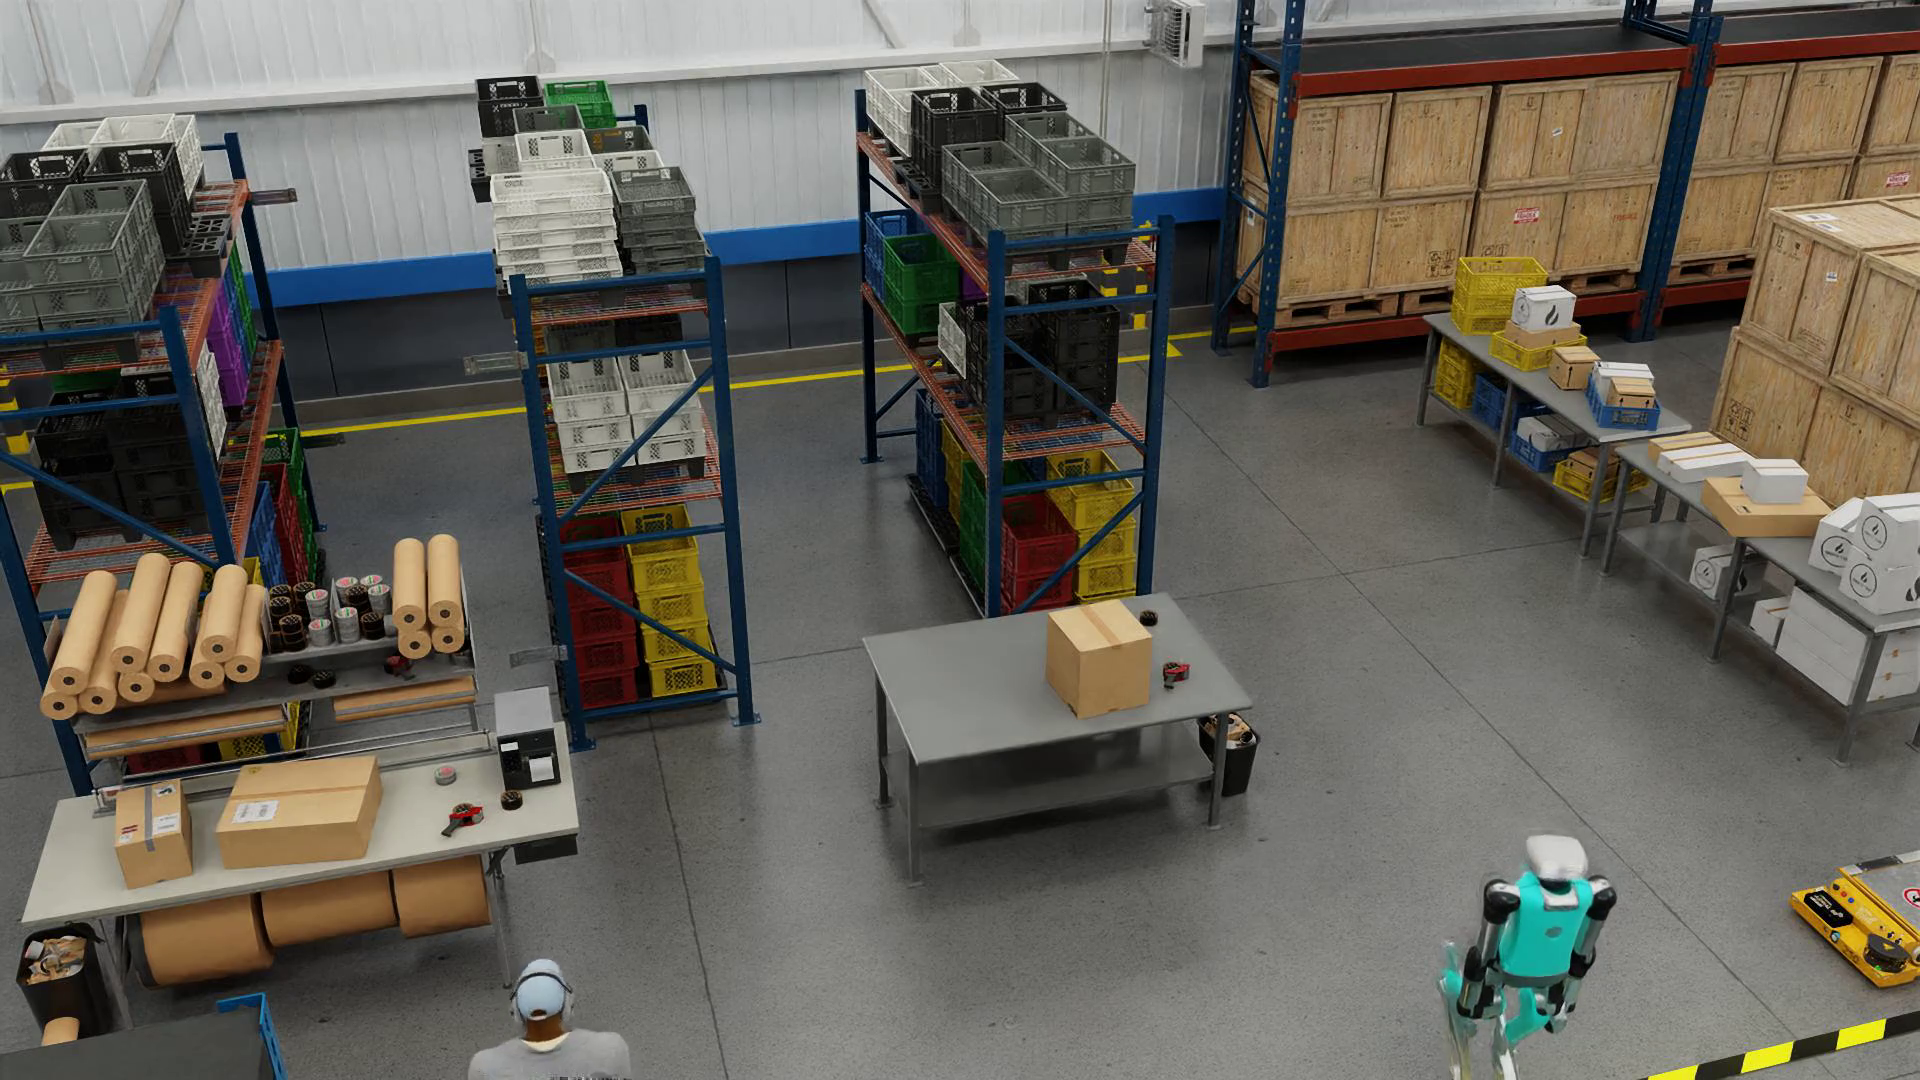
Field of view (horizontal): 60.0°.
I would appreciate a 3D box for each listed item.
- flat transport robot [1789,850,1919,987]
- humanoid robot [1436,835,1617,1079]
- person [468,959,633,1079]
[{"bbox_3d":[5.163,1.916,8.676,1.431,0.231,0.659,-8,30,-14],"label":"flat transport robot"},{"bbox_3d":[2.361,1.912,7.169,0.536,1.762,0.856,-2,29,-4],"label":"humanoid robot"},{"bbox_3d":[-1.496,2.323,6.309,0.616,1.837,0.617,-6,29,-10],"label":"person"}]
